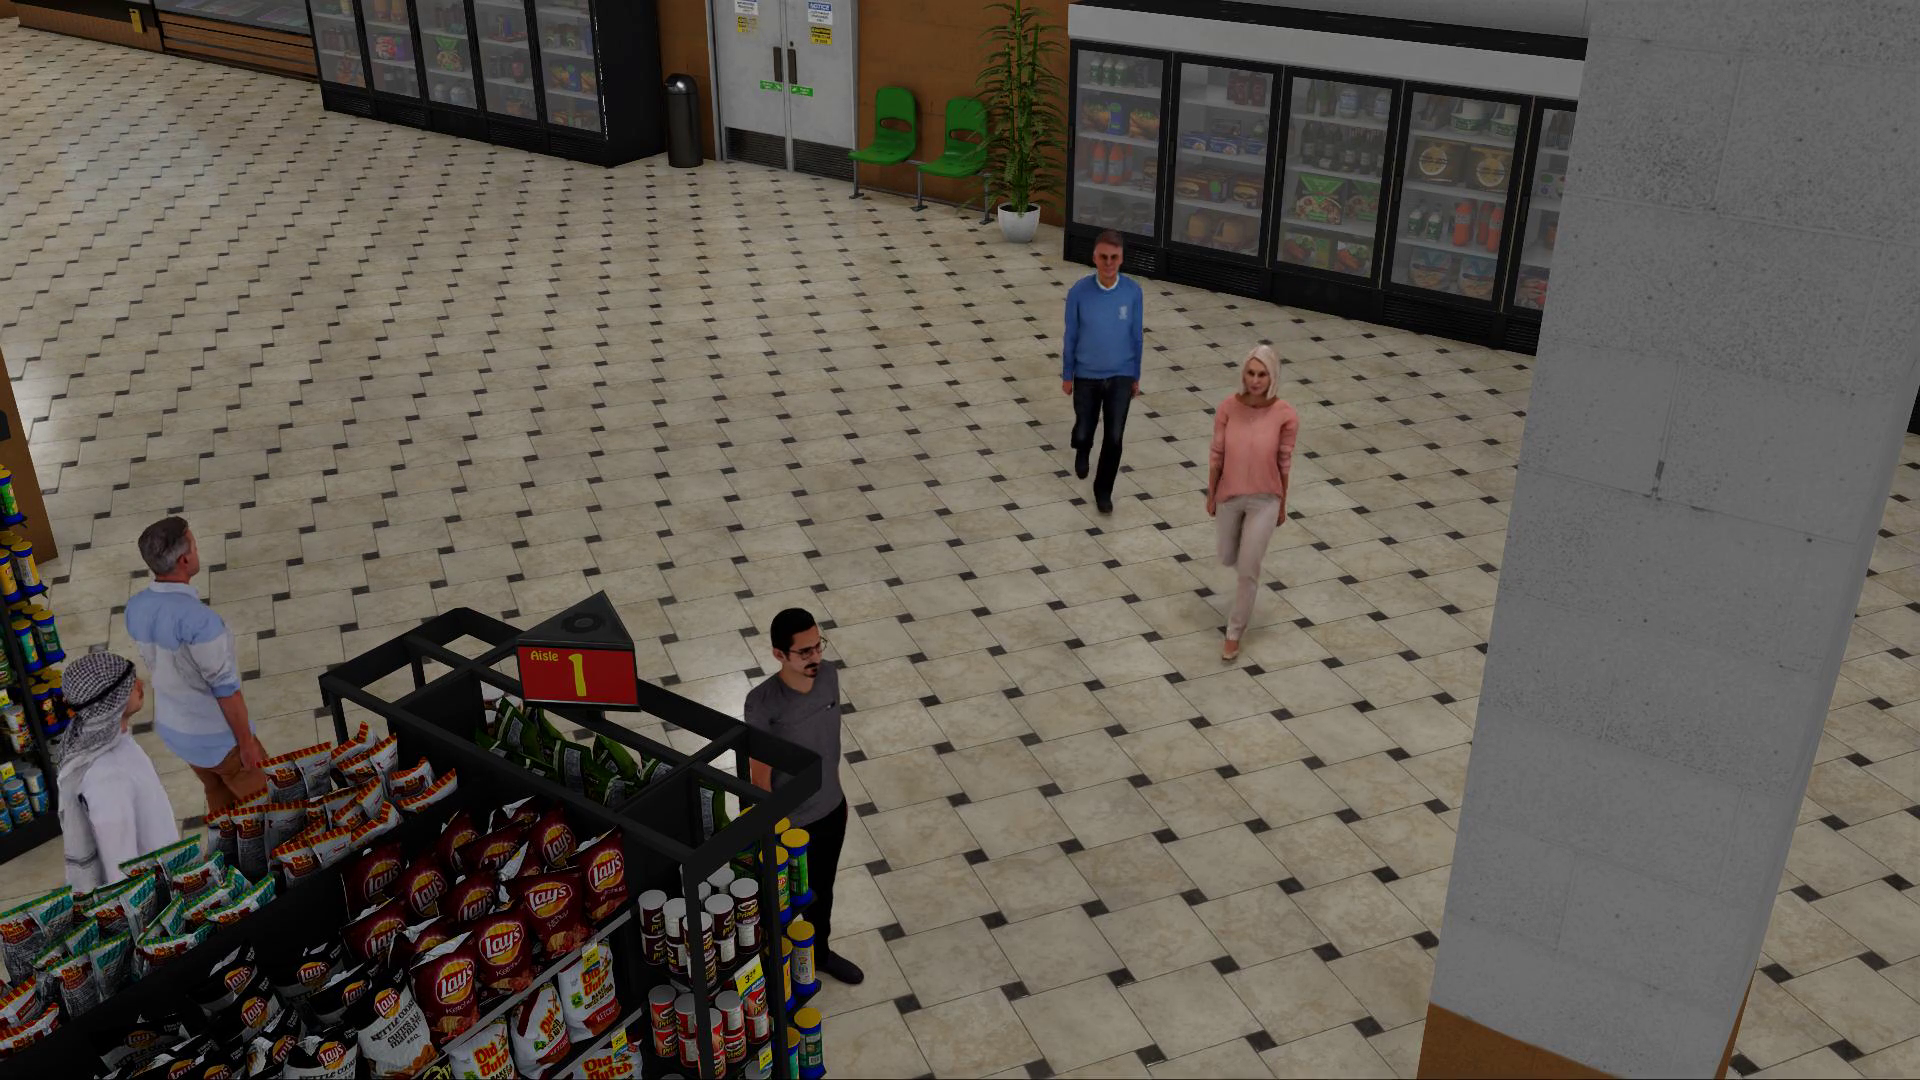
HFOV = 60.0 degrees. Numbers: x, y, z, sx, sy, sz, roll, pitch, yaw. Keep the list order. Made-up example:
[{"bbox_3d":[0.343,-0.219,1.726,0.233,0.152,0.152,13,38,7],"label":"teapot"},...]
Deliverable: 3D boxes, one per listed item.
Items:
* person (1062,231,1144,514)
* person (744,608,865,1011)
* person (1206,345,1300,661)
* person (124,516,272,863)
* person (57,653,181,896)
[{"bbox_3d":[0.903,-1.092,10.482,0.933,1.803,1.026,-1,27,-2],"label":"person"},{"bbox_3d":[-0.613,1.027,6.357,0.680,1.754,0.462,19,32,33],"label":"person"},{"bbox_3d":[1.564,-0.250,8.933,0.770,1.703,1.072,9,28,17],"label":"person"},{"bbox_3d":[-3.106,0.787,6.764,0.704,1.815,0.838,16,31,29],"label":"person"},{"bbox_3d":[-2.886,1.264,5.714,0.924,1.913,0.864,-15,31,-28],"label":"person"}]
